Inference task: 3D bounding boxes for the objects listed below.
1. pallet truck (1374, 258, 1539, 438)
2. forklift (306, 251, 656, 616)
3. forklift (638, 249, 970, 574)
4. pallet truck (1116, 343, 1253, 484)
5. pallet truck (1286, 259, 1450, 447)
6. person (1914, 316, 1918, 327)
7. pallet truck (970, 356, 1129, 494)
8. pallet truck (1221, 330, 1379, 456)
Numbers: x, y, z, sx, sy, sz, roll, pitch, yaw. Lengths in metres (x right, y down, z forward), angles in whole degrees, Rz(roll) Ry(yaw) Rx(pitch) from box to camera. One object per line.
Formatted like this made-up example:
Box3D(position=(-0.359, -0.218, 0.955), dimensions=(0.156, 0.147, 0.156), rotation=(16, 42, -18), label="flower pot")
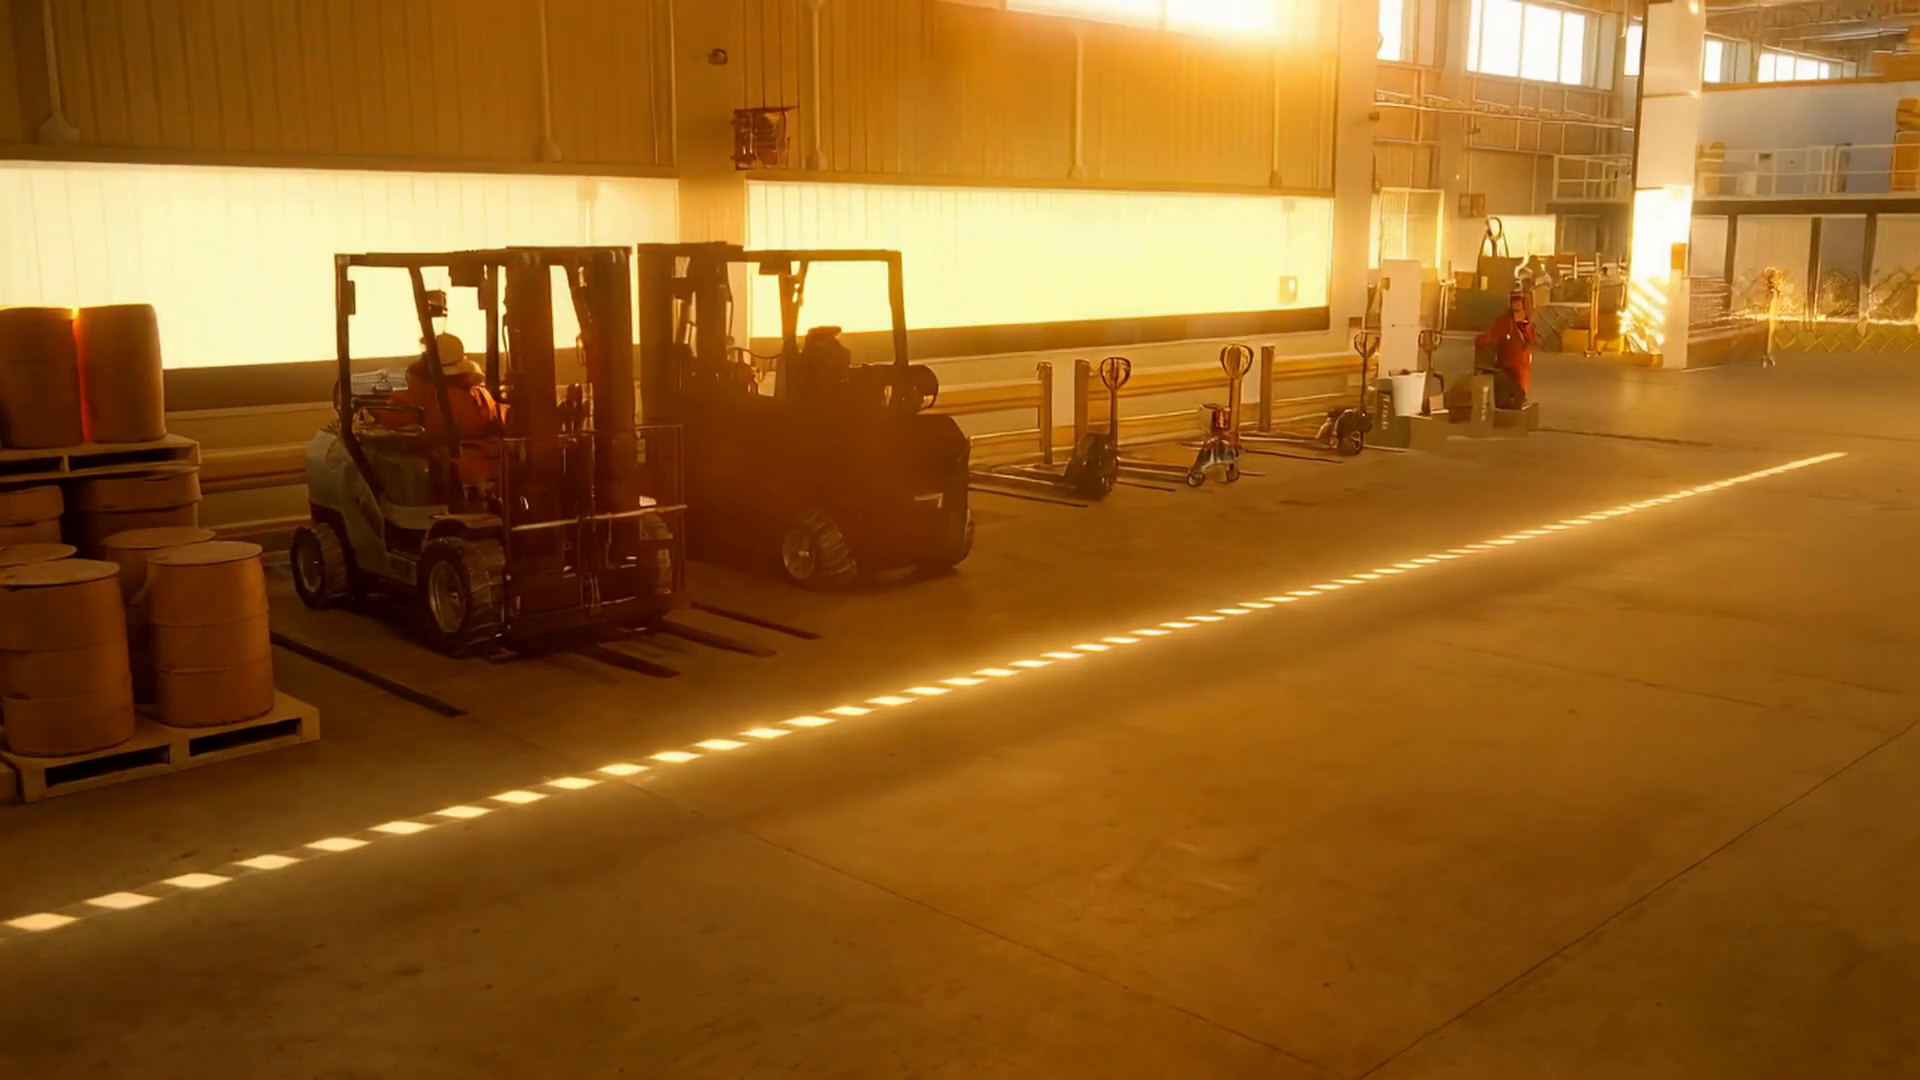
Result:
Box3D(position=(5.704, -2.208, 18.901), dimensions=(1.885, 1.965, 0.823), rotation=(10, 14, 43), label="pallet truck")
Box3D(position=(-2.833, -0.669, 9.694), dimensions=(1.157, 1.987, 2.680), rotation=(-10, 14, -44), label="forklift")
Box3D(position=(-1.173, -0.958, 11.239), dimensions=(2.680, 1.987, 1.157), rotation=(10, 14, 43), label="forklift")
Box3D(position=(1.962, -1.215, 15.415), dimensions=(1.522, 1.261, 0.704), rotation=(10, 14, 43), label="pallet truck")
Box3D(position=(4.493, -2.078, 18.196), dimensions=(0.823, 1.965, 1.885), rotation=(-9, 14, -40), label="pallet truck")
Box3D(position=(23.073, -5.878, 39.381), dimensions=(0.614, 1.827, 0.532), rotation=(10, 14, 43), label="person")
Box3D(position=(0.784, -1.085, 14.876), dimensions=(0.680, 1.201, 1.601), rotation=(-10, 14, -44), label="pallet truck")
Box3D(position=(3.563, -1.581, 17.381), dimensions=(0.653, 1.274, 1.630), rotation=(-10, 14, -44), label="pallet truck")
